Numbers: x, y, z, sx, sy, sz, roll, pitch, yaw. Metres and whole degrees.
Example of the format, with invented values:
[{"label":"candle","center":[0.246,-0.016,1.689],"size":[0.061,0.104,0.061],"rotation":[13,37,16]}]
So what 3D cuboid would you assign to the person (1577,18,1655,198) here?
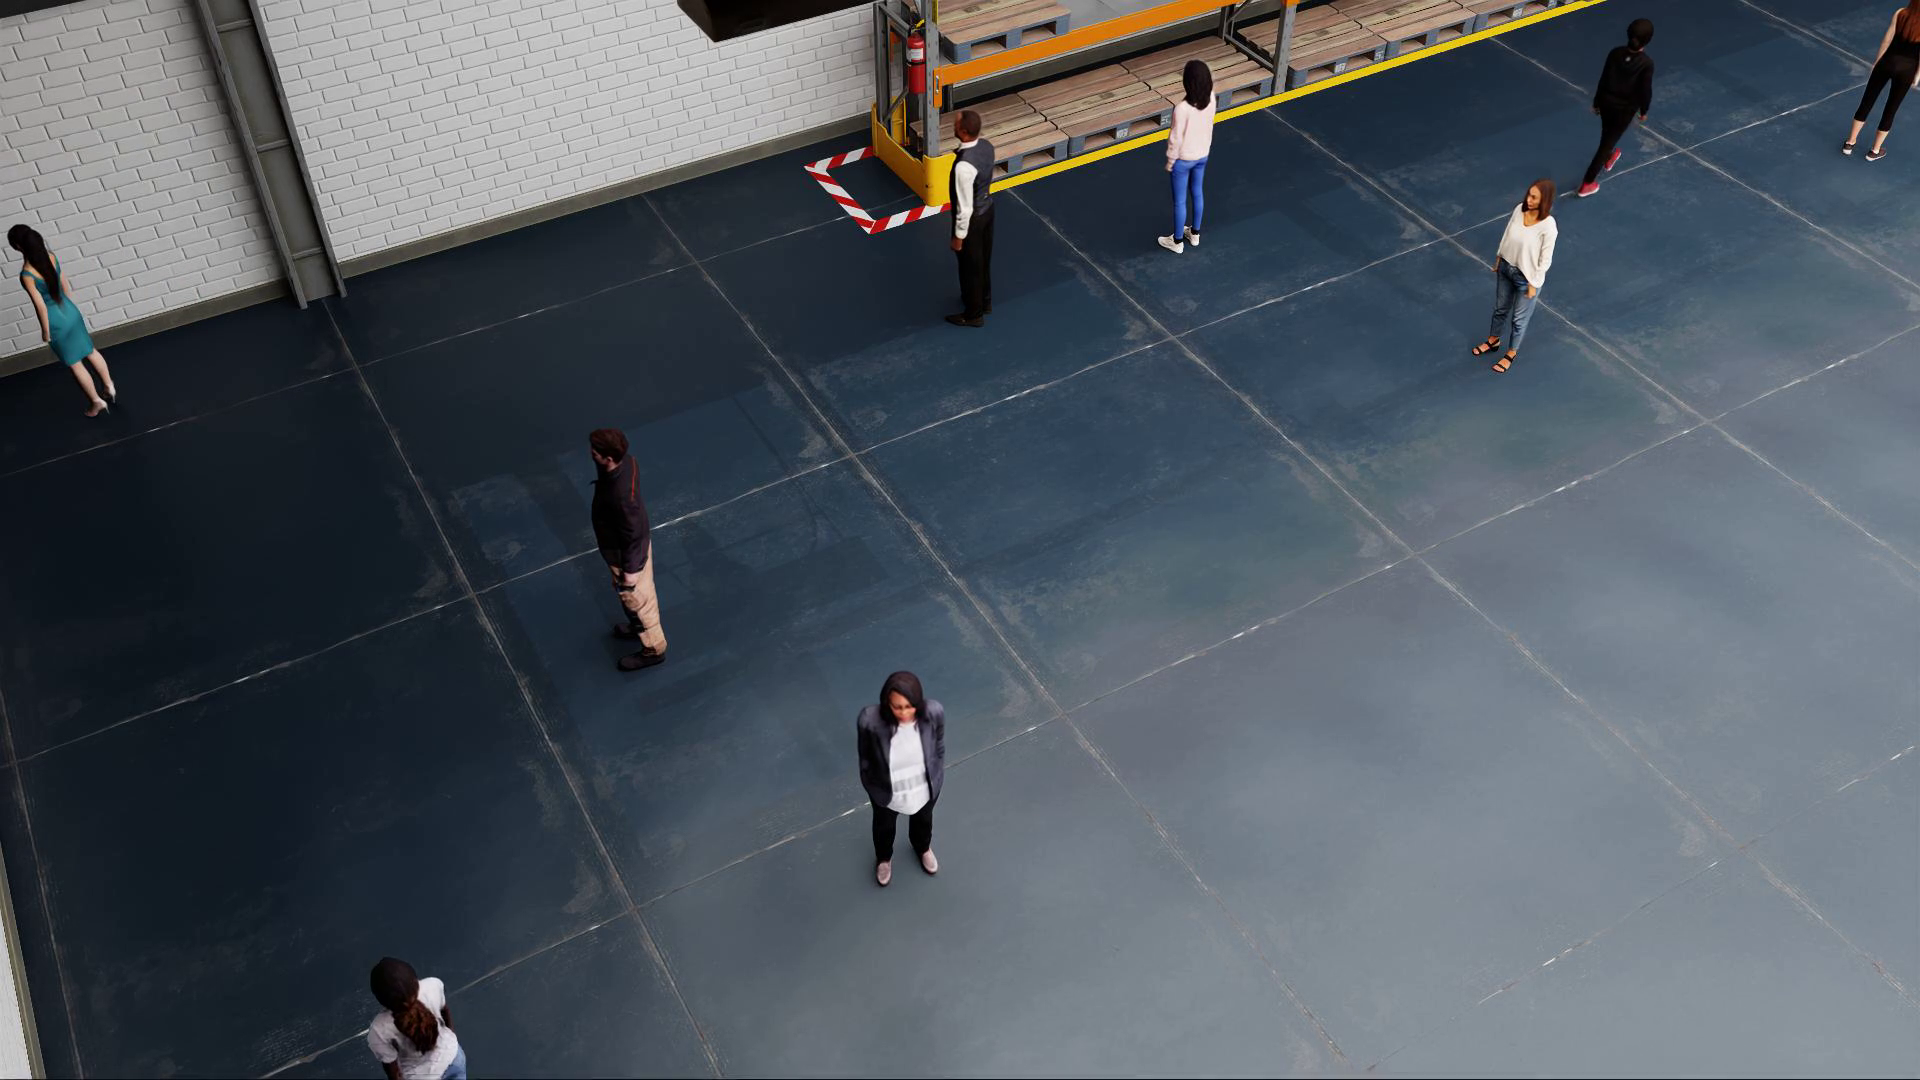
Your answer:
[{"label":"person","center":[5.850,-3.834,14.901],"size":[1.063,1.644,0.744],"rotation":[-32,52,-29]}]

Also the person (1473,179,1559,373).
[{"label":"person","center":[4.401,-2.092,13.045],"size":[0.522,1.682,0.619],"rotation":[-21,47,-20]}]

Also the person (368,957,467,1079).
[{"label":"person","center":[-2.529,2.610,8.095],"size":[0.797,1.702,0.786],"rotation":[30,51,27]}]

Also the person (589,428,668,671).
[{"label":"person","center":[-2.124,0.048,10.622],"size":[0.724,1.925,0.776],"rotation":[-8,44,-8]}]

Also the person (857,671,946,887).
[{"label":"person","center":[-0.319,1.352,9.492],"size":[0.688,1.597,0.805],"rotation":[-10,44,-10]}]

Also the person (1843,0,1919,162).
[{"label":"person","center":[8.648,-4.351,15.384],"size":[0.637,1.726,0.613],"rotation":[31,51,28]}]

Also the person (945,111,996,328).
[{"label":"person","center":[0.103,-2.580,13.386],"size":[0.839,1.918,0.737],"rotation":[18,46,18]}]

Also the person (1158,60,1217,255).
[{"label":"person","center":[1.965,-3.270,14.218],"size":[0.494,1.769,0.708],"rotation":[-25,49,-24]}]

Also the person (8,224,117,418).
[{"label":"person","center":[-6.802,-1.660,12.588],"size":[0.664,1.688,0.621],"rotation":[7,44,8]}]
